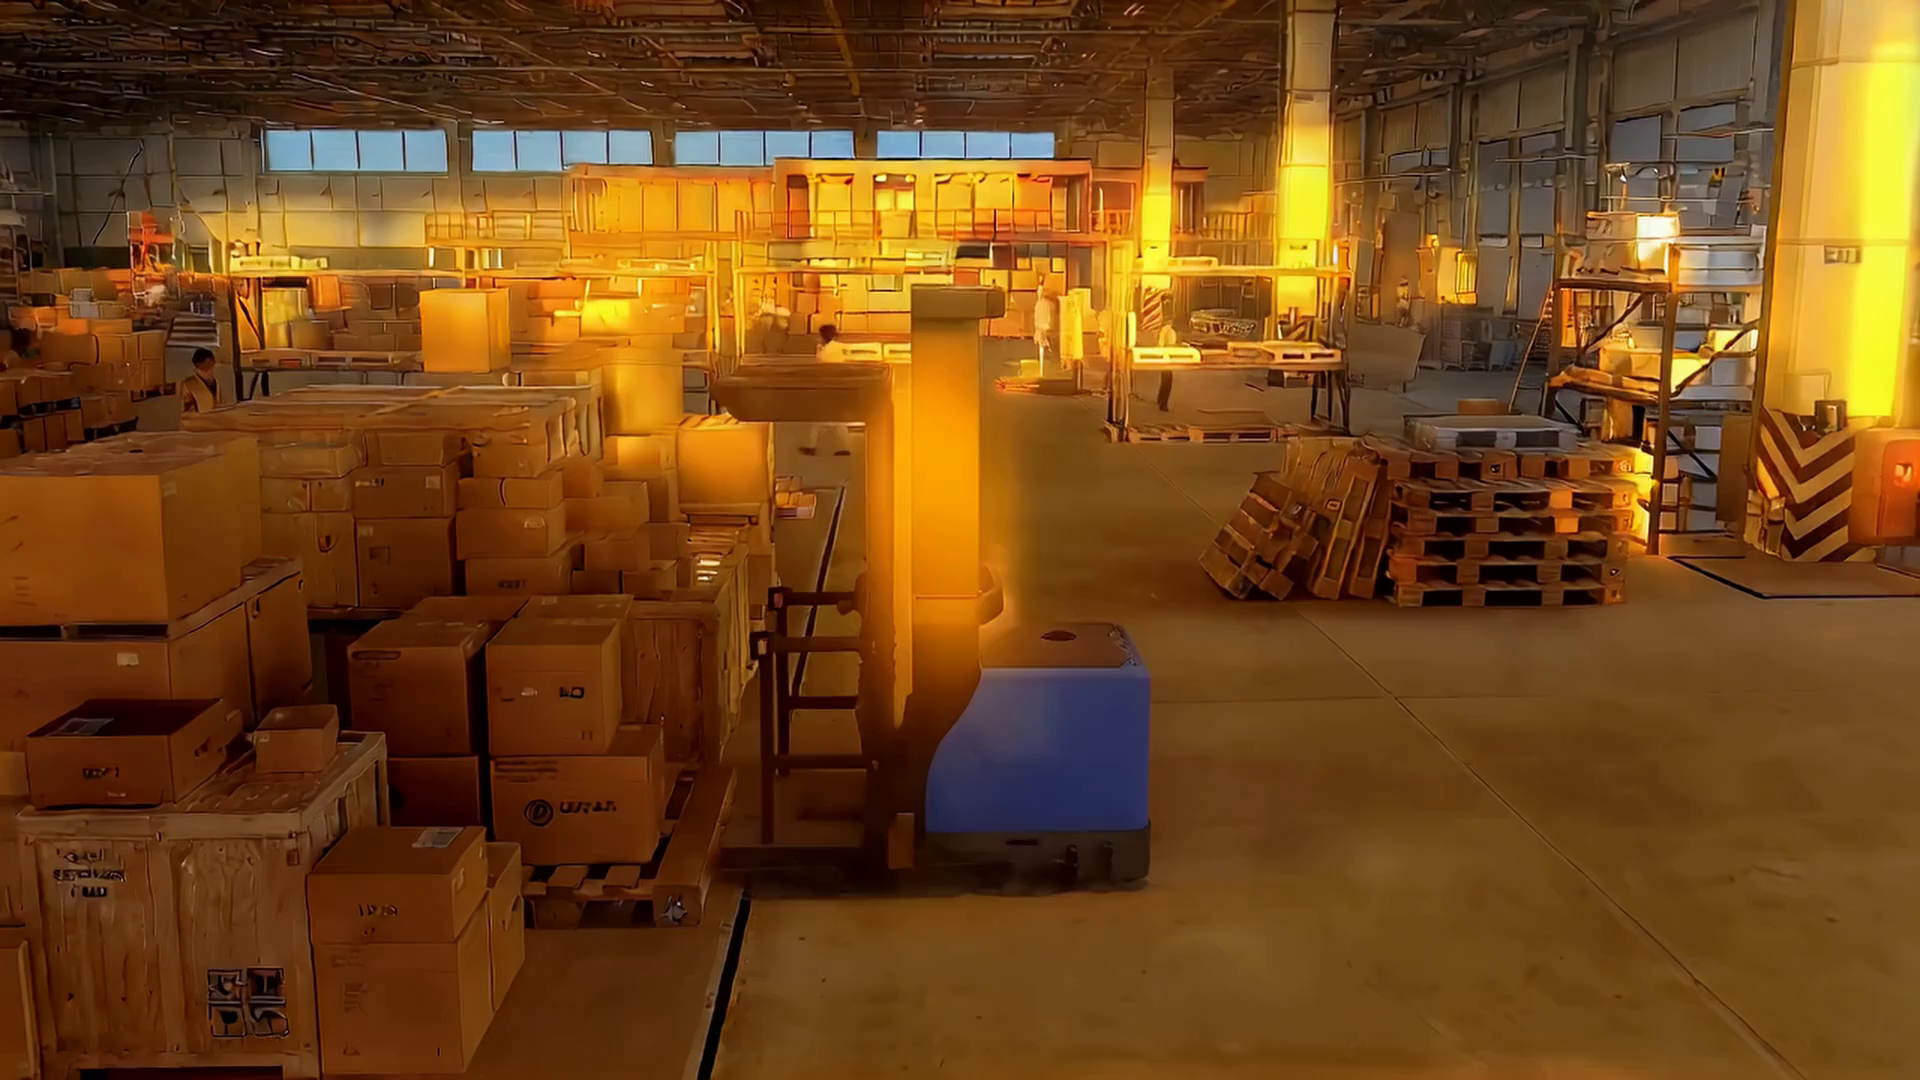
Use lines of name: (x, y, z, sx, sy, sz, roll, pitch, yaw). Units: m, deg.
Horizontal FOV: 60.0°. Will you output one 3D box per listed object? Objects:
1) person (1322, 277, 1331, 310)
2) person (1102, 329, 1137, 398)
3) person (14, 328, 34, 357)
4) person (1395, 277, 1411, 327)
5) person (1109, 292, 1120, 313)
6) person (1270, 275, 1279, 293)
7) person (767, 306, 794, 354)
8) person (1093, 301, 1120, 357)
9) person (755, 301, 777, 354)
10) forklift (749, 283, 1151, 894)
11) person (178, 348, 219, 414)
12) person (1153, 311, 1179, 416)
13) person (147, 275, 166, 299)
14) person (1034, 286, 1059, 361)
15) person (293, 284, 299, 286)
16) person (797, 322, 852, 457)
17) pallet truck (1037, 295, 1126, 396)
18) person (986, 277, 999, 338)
person: (11.447, -7.302, 52.324, 0.616, 1.924, 0.676, 9, 14, 42)
person: (3.116, -3.580, 32.318, 0.822, 1.665, 0.536, -10, 14, -44)
person: (-11.792, -1.692, 21.025, 0.606, 1.945, 0.410, 5, 11, 27)
person: (13.819, -7.224, 51.848, 0.354, 1.939, 0.545, -8, 13, -37)
person: (3.427, -4.537, 36.932, 0.585, 1.920, 0.373, -3, 11, -16)
person: (14.741, -11.845, 77.552, 0.644, 1.953, 0.520, -4, 11, -23)
person: (-3.066, -3.196, 29.515, 0.871, 1.893, 0.612, 5, 11, 24)
person: (3.171, -4.182, 35.348, 0.694, 1.781, 0.907, 3, 11, 16)
person: (-4.317, -4.477, 37.173, 0.518, 1.718, 0.930, -3, 11, -18)
forklift: (-0.055, 0.174, 8.009, 1.873, 2.768, 1.129, 0, 10, -2)
person: (-8.074, -1.093, 17.762, 0.390, 1.916, 0.587, 1, 10, 7)
person: (3.626, -3.075, 29.040, 0.412, 1.826, 0.535, -5, 11, -27)
person: (-25.294, -7.373, 52.556, 0.637, 1.982, 1.067, 4, 11, 19)
person: (2.027, -5.099, 39.897, 0.606, 1.979, 0.639, 10, 14, 43)
person: (-18.341, -6.157, 46.092, 0.519, 1.874, 0.327, -4, 11, -24)
person: (-1.930, -2.115, 23.486, 0.888, 1.905, 0.641, 3, 11, 18)
pallet truck: (2.483, -3.881, 33.060, 1.885, 1.965, 0.823, -7, 13, -36)
person: (1.037, -7.311, 52.374, 0.379, 1.931, 0.625, 4, 11, 21)
